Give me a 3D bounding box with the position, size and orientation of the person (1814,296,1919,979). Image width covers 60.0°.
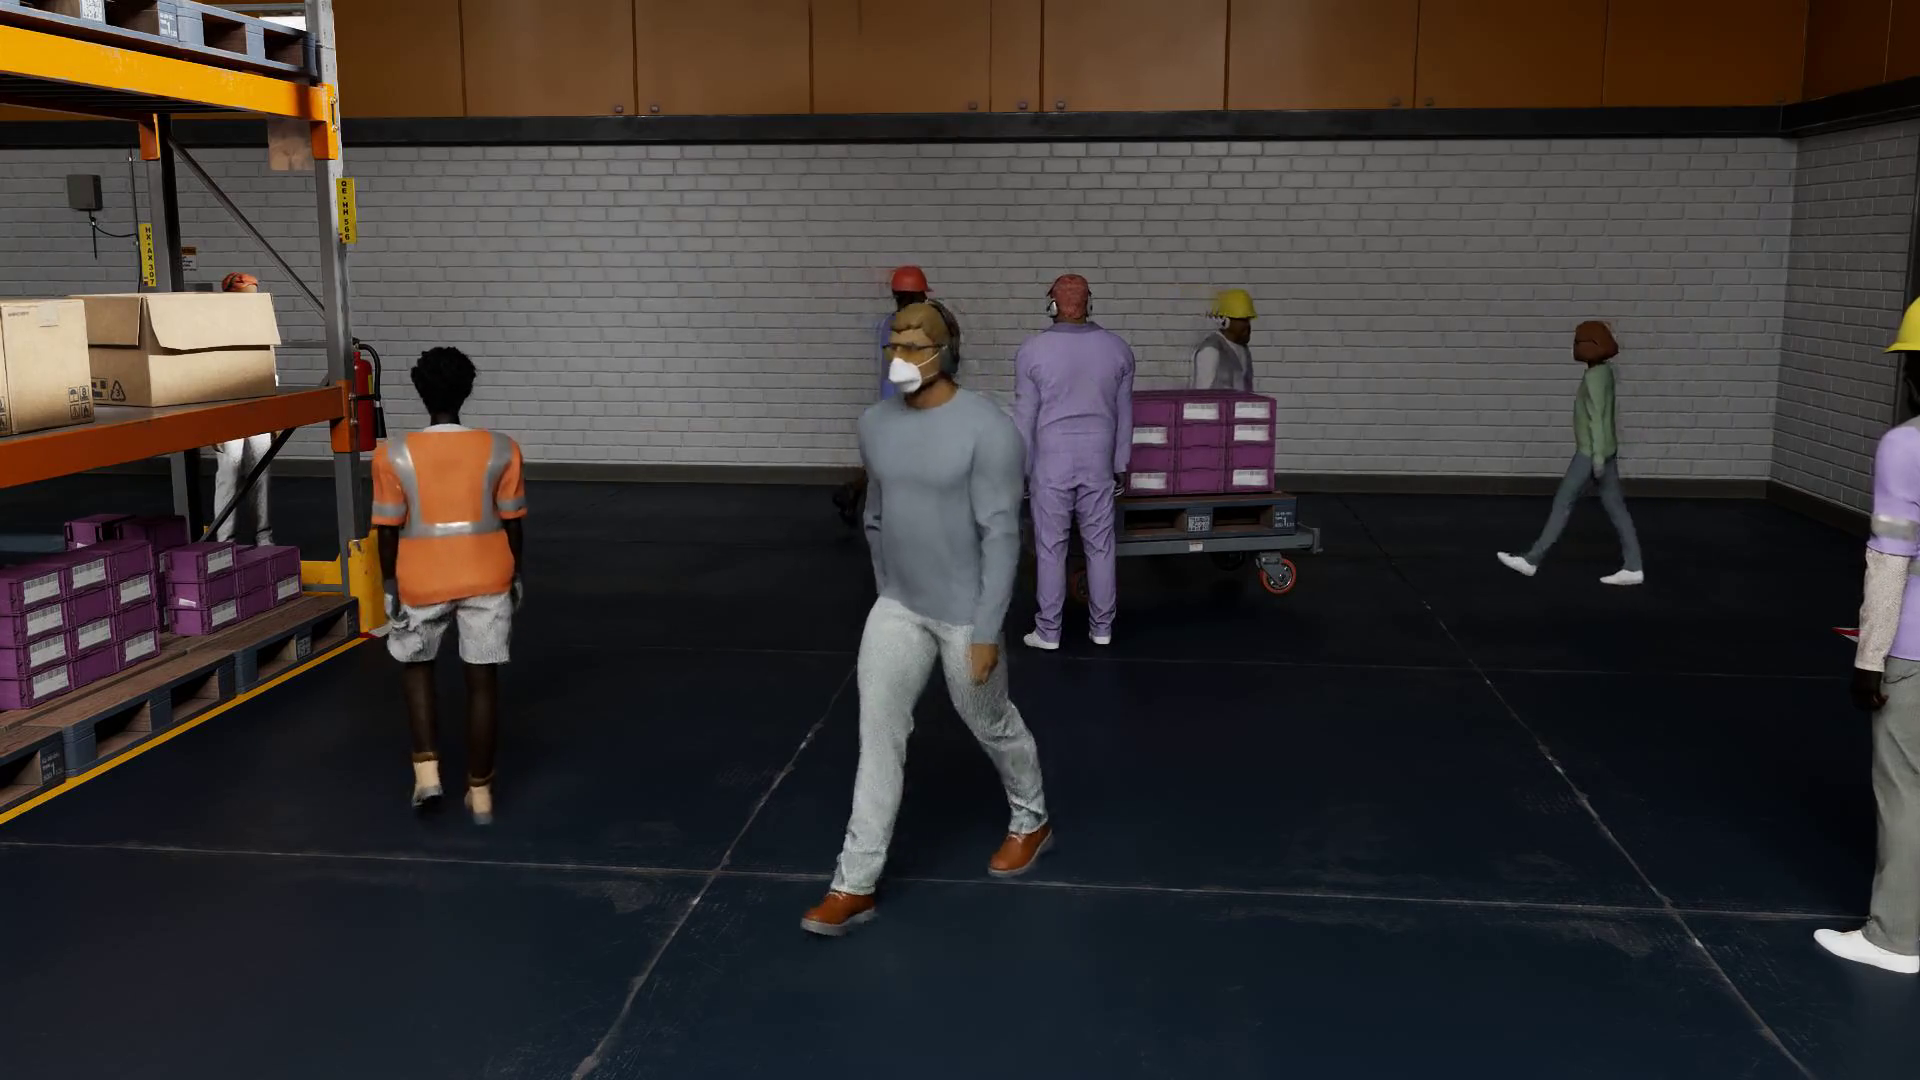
[{"bbox_3d":[2.722,0.261,4.676,0.588,1.918,0.396,-4,11,-24],"label":"person"}]

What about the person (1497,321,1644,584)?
[{"bbox_3d":[3.770,-0.525,10.082,0.867,1.582,0.523,6,11,30],"label":"person"}]

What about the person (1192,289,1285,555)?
[{"bbox_3d":[1.684,-0.779,11.075,0.996,1.773,0.599,8,13,38],"label":"person"}]

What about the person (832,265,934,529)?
[{"bbox_3d":[-0.477,-0.971,11.725,0.775,1.920,0.547,-3,10,-14],"label":"person"}]

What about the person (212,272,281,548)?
[{"bbox_3d":[-4.557,-0.751,10.583,0.352,1.880,0.578,5,11,26],"label":"person"}]

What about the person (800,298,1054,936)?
[{"bbox_3d":[-0.054,0.204,5.116,0.645,1.886,1.062,8,12,37],"label":"person"}]

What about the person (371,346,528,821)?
[{"bbox_3d":[-1.790,0.164,5.896,0.535,1.685,0.380,-4,11,-19],"label":"person"}]

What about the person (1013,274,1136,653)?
[{"bbox_3d":[0.554,-0.380,8.391,0.639,1.903,0.409,-3,10,-16],"label":"person"}]
